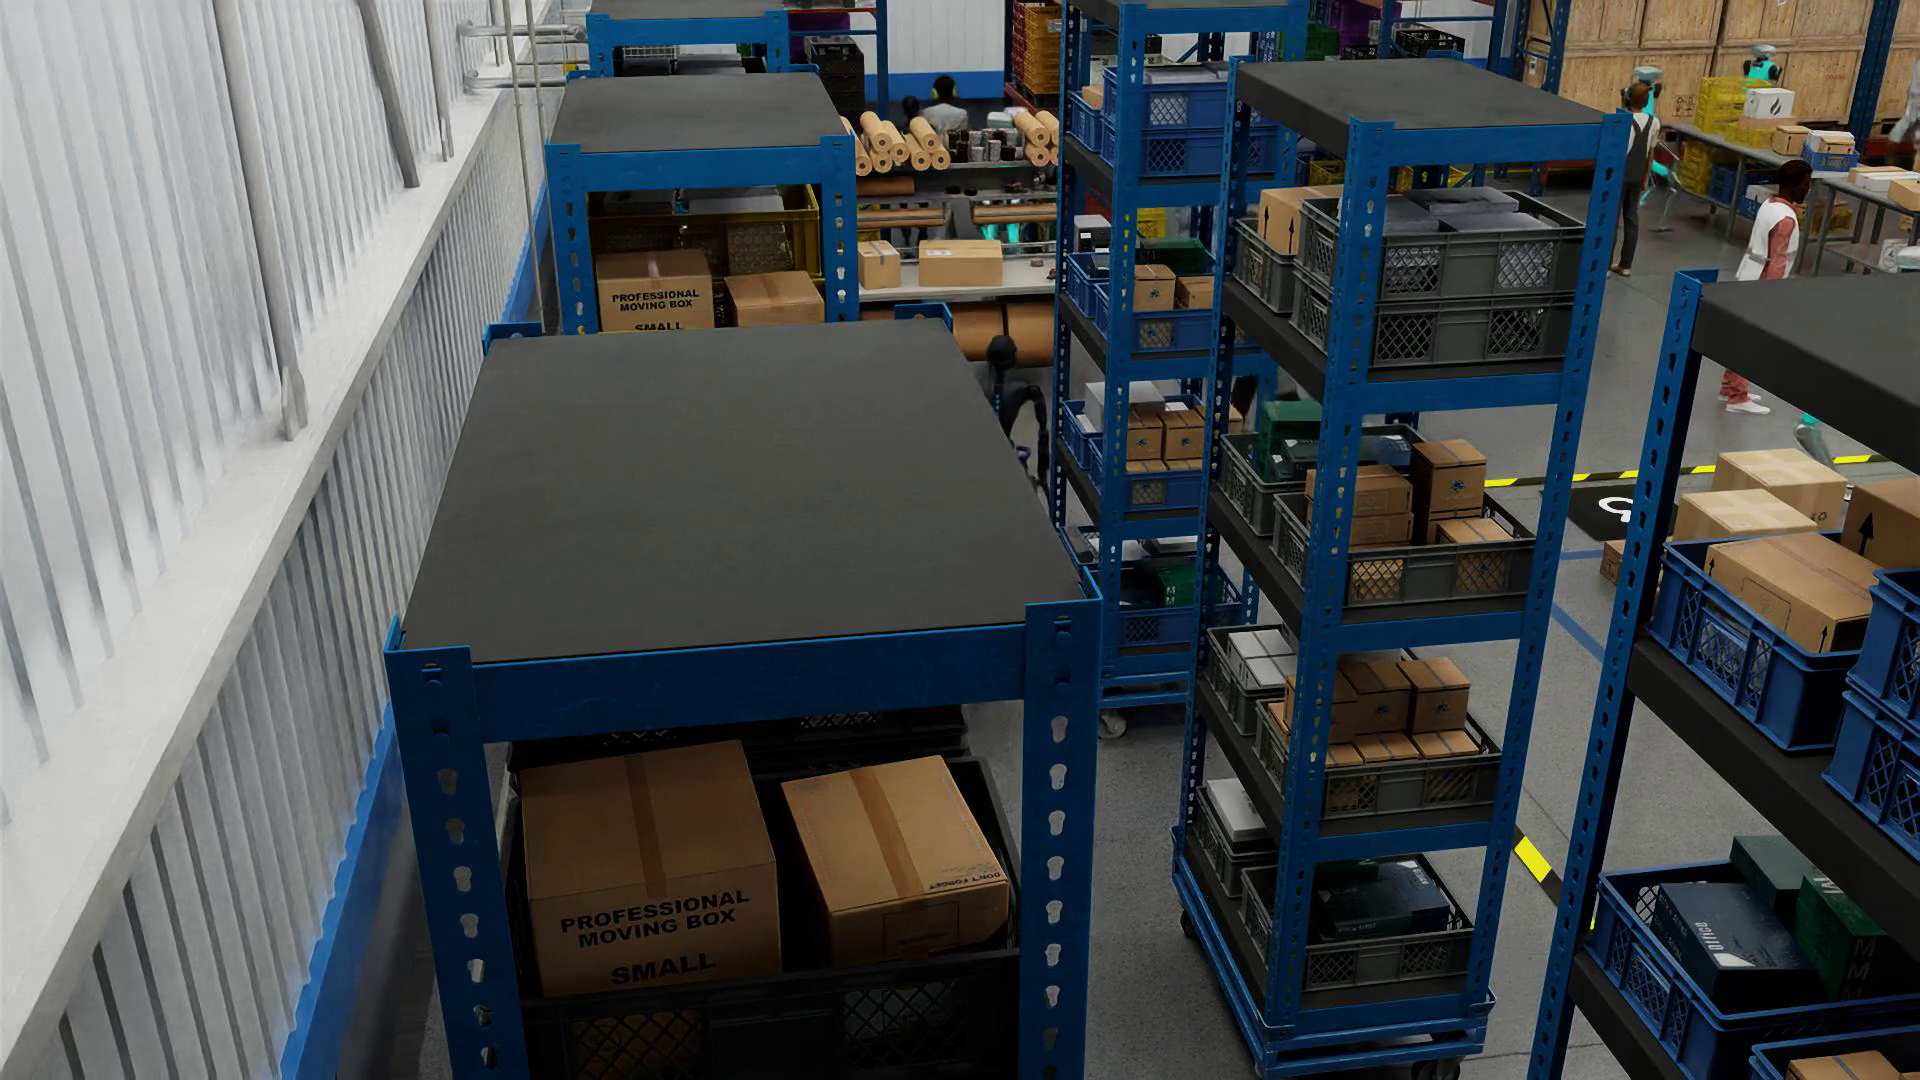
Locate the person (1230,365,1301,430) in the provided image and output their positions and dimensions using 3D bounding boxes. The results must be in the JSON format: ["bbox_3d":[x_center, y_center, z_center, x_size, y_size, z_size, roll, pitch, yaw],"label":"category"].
[{"bbox_3d":[2.095,-1.273,11.229,0.981,1.800,0.596,-5,25,-11],"label":"person"}]

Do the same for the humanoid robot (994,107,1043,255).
[{"bbox_3d":[0.478,-3.154,15.436,0.546,1.802,0.823,-3,25,-7],"label":"humanoid robot"}]

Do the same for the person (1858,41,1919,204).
[{"bbox_3d":[10.498,-4.653,18.334,0.834,2.005,0.633,-6,25,-12],"label":"person"}]

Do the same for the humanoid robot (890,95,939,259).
[{"bbox_3d":[-0.456,-3.475,16.169,0.610,1.638,0.437,0,25,1],"label":"humanoid robot"}]

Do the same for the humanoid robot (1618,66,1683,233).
[{"bbox_3d":[7.180,-3.958,17.199,0.540,1.765,1.030,-14,28,-28],"label":"humanoid robot"}]

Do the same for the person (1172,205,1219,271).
[{"bbox_3d":[2.075,-2.594,14.200,0.539,1.706,0.630,13,28,27],"label":"person"}]

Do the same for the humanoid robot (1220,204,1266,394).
[{"bbox_3d":[2.240,-1.974,12.944,0.690,1.637,0.612,15,29,30],"label":"humanoid robot"}]

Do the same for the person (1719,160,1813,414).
[{"bbox_3d":[6.019,-1.892,12.456,0.394,1.911,0.580,7,26,14],"label":"person"}]

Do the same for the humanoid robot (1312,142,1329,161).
[{"bbox_3d":[4.126,-4.479,18.426,0.768,1.652,0.586,0,25,1],"label":"humanoid robot"}]

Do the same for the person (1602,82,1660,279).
[{"bbox_3d":[6.319,-3.404,15.811,0.512,1.844,0.330,-7,26,-14],"label":"person"}]

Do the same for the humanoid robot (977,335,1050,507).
[{"bbox_3d":[0.214,-0.358,9.444,0.600,1.639,0.746,3,25,6],"label":"humanoid robot"}]

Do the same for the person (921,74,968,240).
[{"bbox_3d":[-0.152,-3.634,16.334,0.535,1.826,0.906,10,27,21],"label":"person"}]

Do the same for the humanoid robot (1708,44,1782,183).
[{"bbox_3d":[8.651,-4.626,18.664,1.034,1.775,0.533,-6,25,-12],"label":"humanoid robot"}]

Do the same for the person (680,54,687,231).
[{"bbox_3d":[-2.783,-4.138,17.401,0.492,1.861,0.332,16,29,31],"label":"person"}]

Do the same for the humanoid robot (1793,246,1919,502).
[{"bbox_3d":[5.770,-1.104,10.780,0.735,1.677,0.533,15,28,29],"label":"humanoid robot"}]

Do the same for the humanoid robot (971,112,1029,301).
[{"bbox_3d":[0.366,-2.848,14.659,0.530,1.743,0.663,-1,25,-3],"label":"humanoid robot"}]
